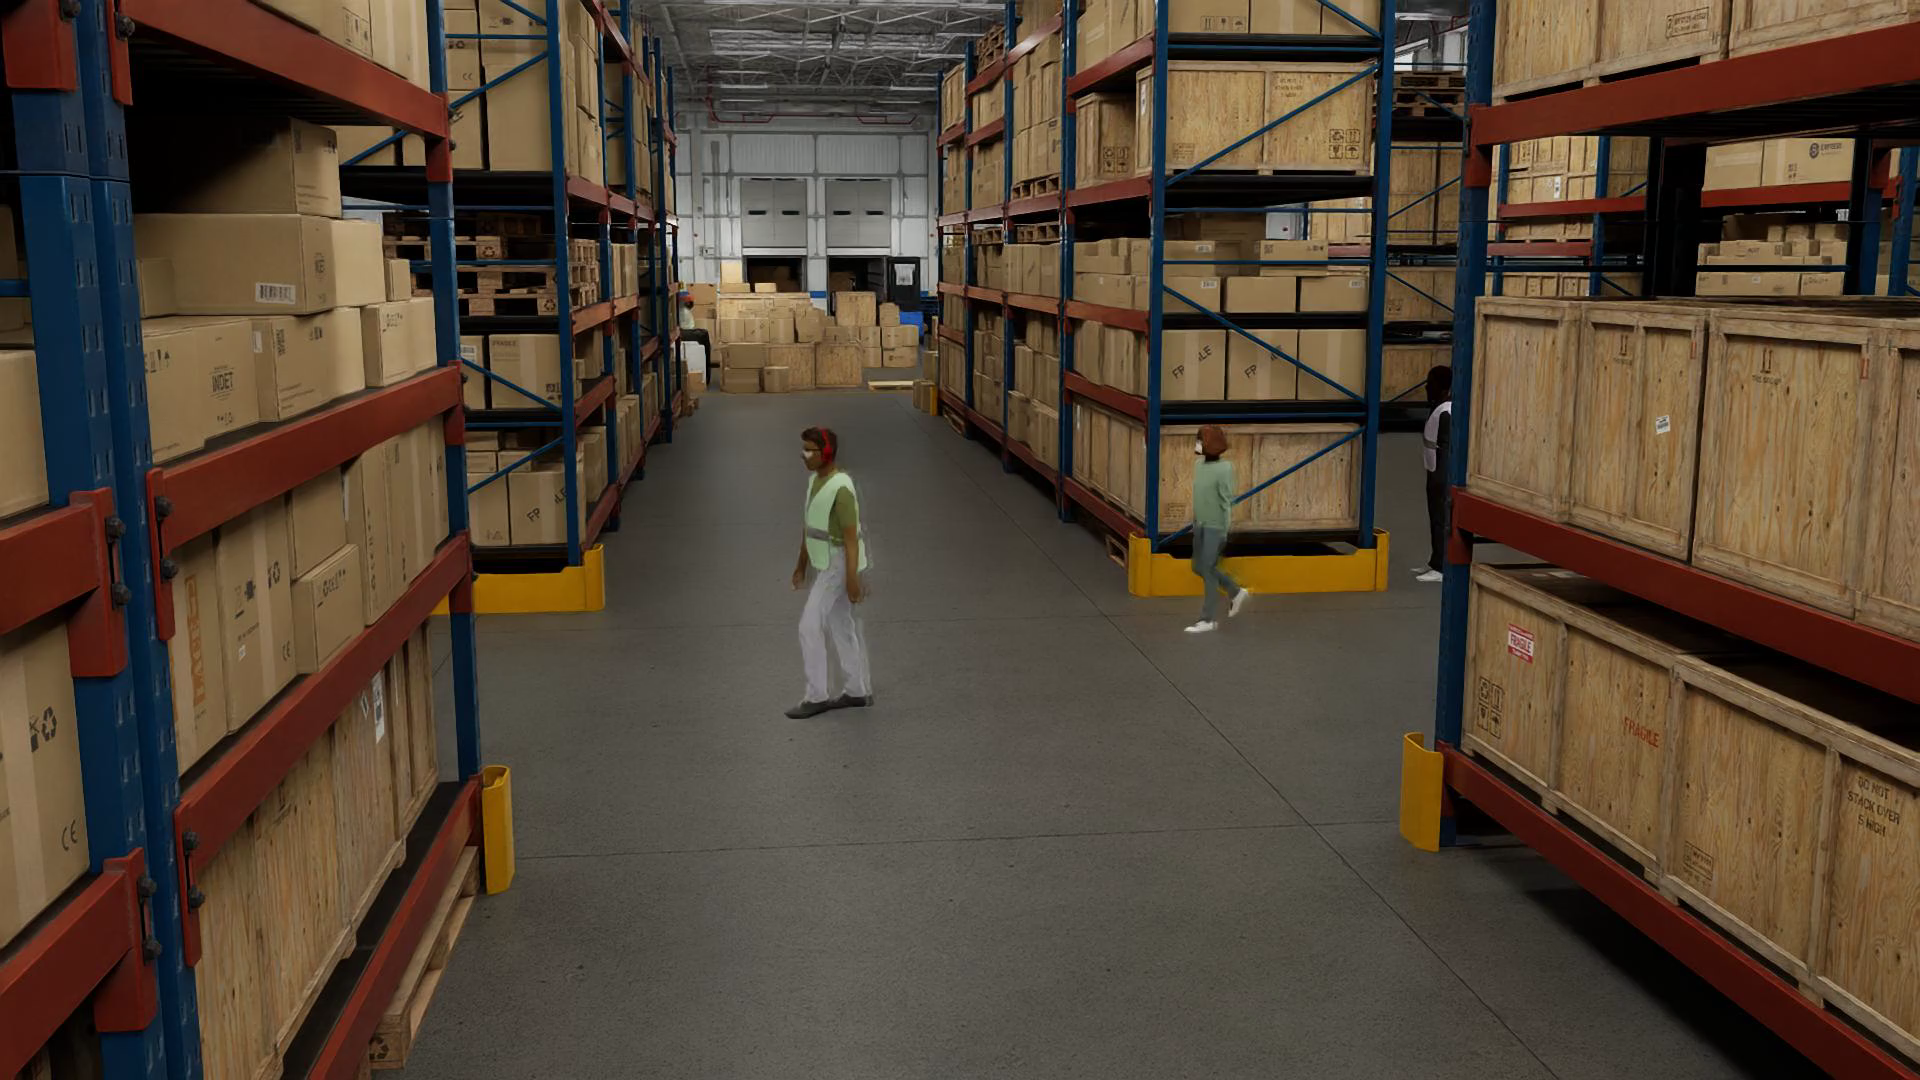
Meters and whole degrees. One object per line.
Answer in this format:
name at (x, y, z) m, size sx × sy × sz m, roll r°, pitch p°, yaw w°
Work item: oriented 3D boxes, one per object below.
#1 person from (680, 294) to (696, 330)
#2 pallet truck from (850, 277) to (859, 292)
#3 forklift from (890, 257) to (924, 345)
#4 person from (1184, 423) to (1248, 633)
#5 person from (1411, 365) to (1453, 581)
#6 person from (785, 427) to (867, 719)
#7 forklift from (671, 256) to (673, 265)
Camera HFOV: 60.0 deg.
person at (-6.540, -4.846, 39.432) m, size 0.772 × 1.968 × 0.626 m, roll 2°, pitch 10°, yaw 13°
pallet truck at (-3.782, -9.391, 65.808) m, size 1.885 × 1.965 × 0.823 m, roll 2°, pitch 10°, yaw 10°
forklift at (-1.769, -7.658, 53.147) m, size 1.129 × 2.768 × 1.873 m, roll -1°, pitch 10°, yaw -7°
person at (1.989, -0.098, 12.790) m, size 0.535 × 1.621 × 0.499 m, roll -4°, pitch 11°, yaw -22°
person at (4.269, -0.590, 14.798) m, size 0.383 × 1.918 × 0.597 m, roll 2°, pitch 10°, yaw 9°
person at (-0.898, 0.203, 10.461) m, size 0.723 × 1.819 × 0.562 m, roll -3°, pitch 10°, yaw -17°
forklift at (-10.987, -9.066, 61.344) m, size 1.129 × 2.768 × 1.873 m, roll -1°, pitch 10°, yaw -7°
